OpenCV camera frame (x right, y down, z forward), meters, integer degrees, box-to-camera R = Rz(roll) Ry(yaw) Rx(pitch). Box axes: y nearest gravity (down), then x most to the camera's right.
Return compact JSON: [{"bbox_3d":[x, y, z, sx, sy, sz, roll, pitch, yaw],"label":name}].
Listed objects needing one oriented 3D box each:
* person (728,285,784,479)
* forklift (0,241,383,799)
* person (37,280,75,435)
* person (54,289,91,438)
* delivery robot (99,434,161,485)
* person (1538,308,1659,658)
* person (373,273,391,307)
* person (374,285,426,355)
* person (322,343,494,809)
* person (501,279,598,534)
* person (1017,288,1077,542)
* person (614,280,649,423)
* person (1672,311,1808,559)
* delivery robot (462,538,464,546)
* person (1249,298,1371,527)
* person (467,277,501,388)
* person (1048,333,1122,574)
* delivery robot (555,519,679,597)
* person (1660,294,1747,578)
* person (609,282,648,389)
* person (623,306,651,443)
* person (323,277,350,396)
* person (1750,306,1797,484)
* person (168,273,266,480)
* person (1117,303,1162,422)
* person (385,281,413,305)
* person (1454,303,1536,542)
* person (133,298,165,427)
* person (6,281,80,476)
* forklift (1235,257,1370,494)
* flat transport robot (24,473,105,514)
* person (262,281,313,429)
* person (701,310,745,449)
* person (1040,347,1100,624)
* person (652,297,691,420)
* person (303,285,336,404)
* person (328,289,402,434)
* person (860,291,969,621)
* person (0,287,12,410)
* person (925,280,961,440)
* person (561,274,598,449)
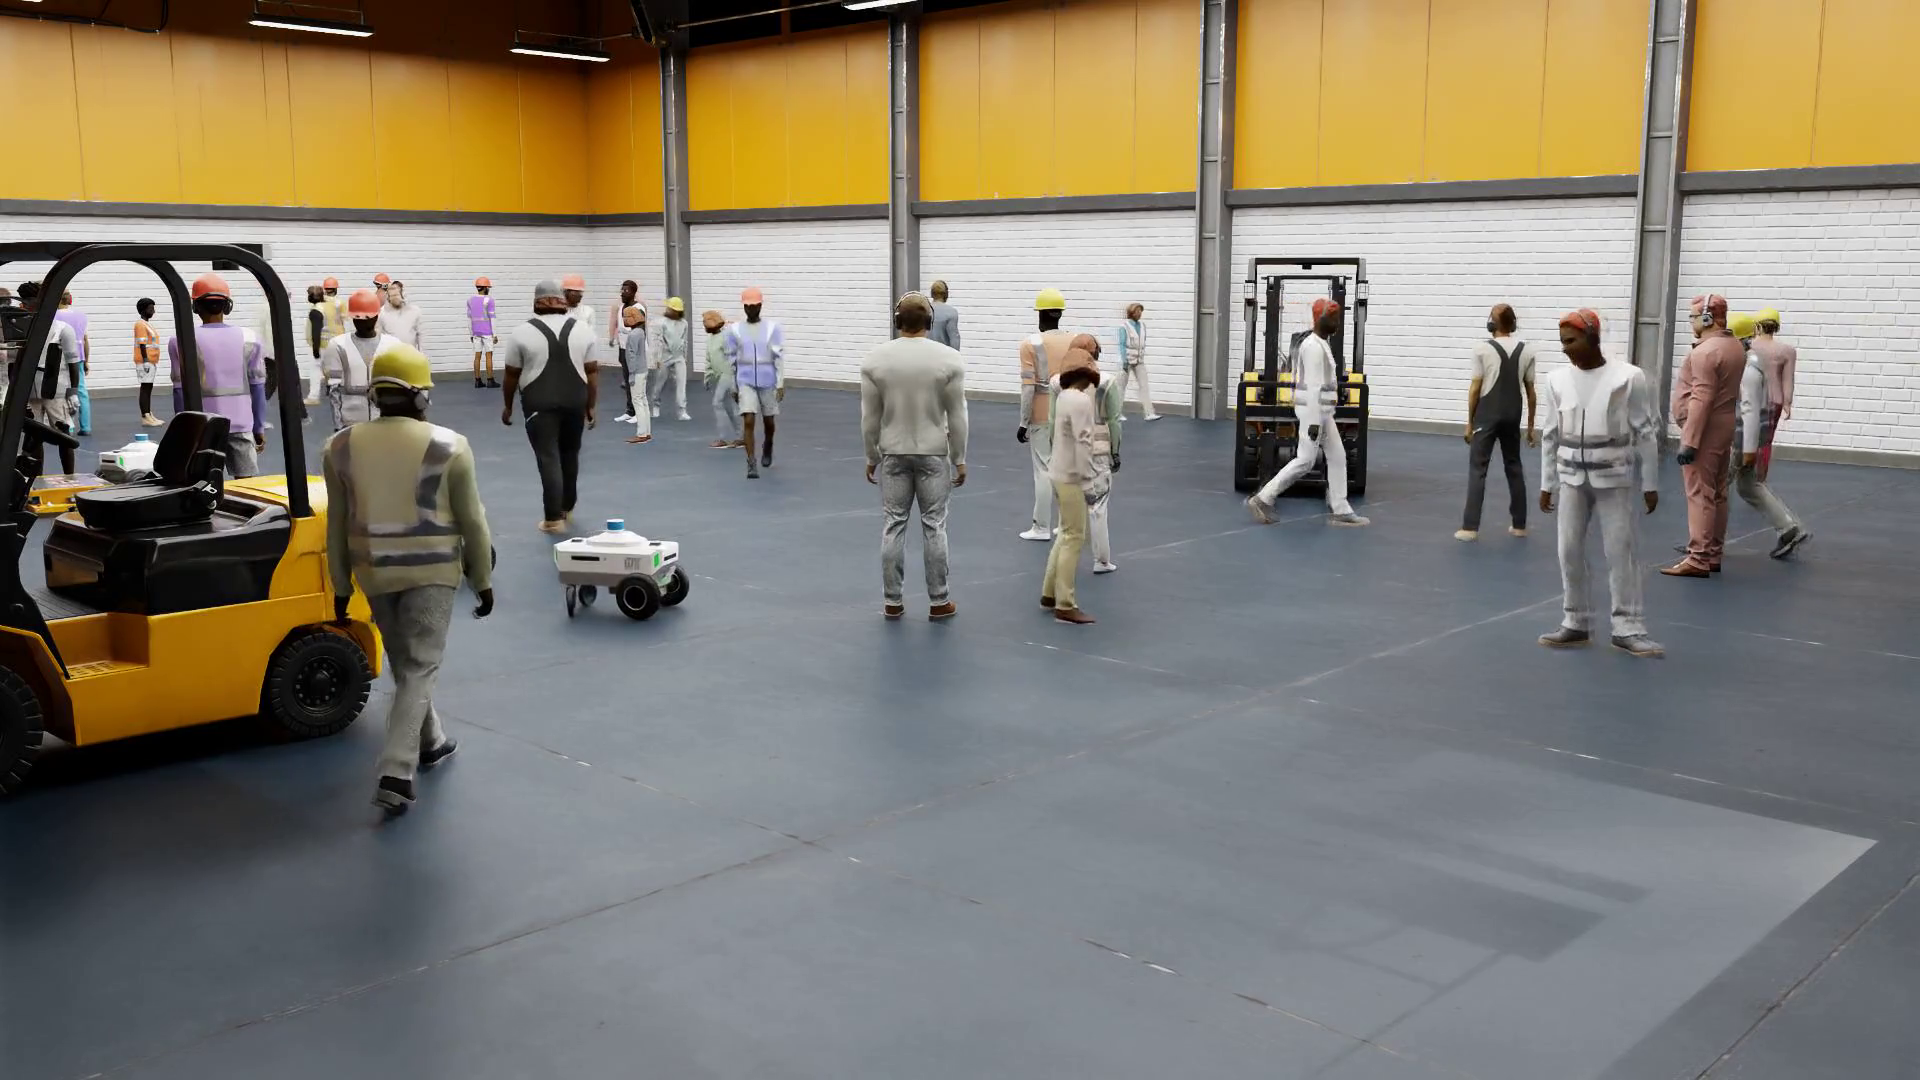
[{"bbox_3d":[-2.042,-1.597,16.699,0.549,1.919,0.810,-1,9,-5],"label":"person"},{"bbox_3d":[-3.706,-0.171,7.093,1.214,2.155,2.313,9,13,43],"label":"forklift"},{"bbox_3d":[-11.246,-2.241,20.568,0.635,1.936,0.354,0,9,2],"label":"person"},{"bbox_3d":[-10.946,-2.170,20.419,0.377,1.841,0.570,4,10,25],"label":"person"},{"bbox_3d":[-7.473,-0.725,15.214,0.477,0.478,0.707,5,10,26],"label":"delivery robot"},{"bbox_3d":[3.470,-0.298,8.946,0.726,1.860,0.348,9,13,44],"label":"person"},{"bbox_3d":[-10.112,-3.678,29.202,0.609,1.995,0.376,5,11,30],"label":"person"},{"bbox_3d":[-7.498,-2.477,22.284,0.662,1.865,0.693,-5,10,-27],"label":"person"},{"bbox_3d":[-2.163,0.126,6.530,0.607,1.789,0.933,1,9,4],"label":"person"},{"bbox_3d":[-3.286,-1.103,13.273,0.705,2.000,0.962,-5,11,-29],"label":"person"},{"bbox_3d":[0.685,-0.948,12.675,0.588,1.927,0.370,-6,11,-33],"label":"person"},{"bbox_3d":[-4.433,-2.546,22.490,0.391,1.922,0.593,-8,12,-39],"label":"person"},{"bbox_3d":[5.621,-0.731,11.838,0.836,1.783,0.617,3,10,20],"label":"person"},{"bbox_3d":[-3.518,-0.034,10.980,0.477,0.478,0.707,7,11,36],"label":"delivery robot"},{"bbox_3d":[2.820,-1.019,13.371,0.916,1.847,0.589,3,10,19],"label":"person"},{"bbox_3d":[-8.291,-3.612,28.976,0.552,1.933,0.364,3,10,19],"label":"person"},{"bbox_3d":[0.847,-0.579,11.298,0.513,1.638,0.307,3,10,19],"label":"person"},{"bbox_3d":[-2.075,0.118,10.047,0.707,0.478,0.477,2,9,14],"label":"delivery robot"},{"bbox_3d":[5.006,-0.699,11.216,0.408,1.906,0.638,8,12,42],"label":"person"},{"bbox_3d":[-5.646,-3.479,28.409,0.654,1.866,0.990,-7,12,-39],"label":"person"},{"bbox_3d":[-3.866,-1.971,19.867,0.277,1.627,0.502,0,9,0],"label":"person"},{"bbox_3d":[-10.215,-3.317,27.151,0.544,1.942,0.347,1,9,4],"label":"person"},{"bbox_3d":[7.287,-1.252,15.115,0.527,1.742,0.779,3,10,17],"label":"person"},{"bbox_3d":[-4.981,-0.764,11.188,0.607,2.044,0.378,-9,13,-44],"label":"person"},{"bbox_3d":[2.383,-2.384,22.461,0.545,1.599,0.812,-7,12,-38],"label":"person"},{"bbox_3d":[-9.825,-3.605,29.162,0.515,1.865,0.329,-7,12,-38],"label":"person"},{"bbox_3d":[4.131,-0.900,12.740,0.577,1.830,0.427,-1,9,-8],"label":"person"},{"bbox_3d":[-10.690,-2.334,21.883,0.321,1.694,0.529,-3,10,-17],"label":"person"},{"bbox_3d":[-8.150,-1.314,14.793,0.611,1.964,0.364,-1,9,-4],"label":"person"},{"bbox_3d":[3.309,-1.629,16.029,1.214,2.155,2.313,2,9,11],"label":"forklift"},{"bbox_3d":[-7.835,-0.419,14.491,0.652,0.197,1.431,-7,12,-37],"label":"flat transport robot"},{"bbox_3d":[-8.906,-2.418,21.724,0.657,1.928,0.986,4,10,21],"label":"person"},{"bbox_3d":[-2.734,-1.832,19.090,0.663,1.594,0.518,-5,11,-30],"label":"person"},{"bbox_3d":[0.668,-0.329,9.829,0.327,1.622,0.554,-1,9,-8],"label":"person"},{"bbox_3d":[-4.017,-2.521,23.019,0.510,1.695,0.870,-7,11,-35],"label":"person"},{"bbox_3d":[-9.758,-2.985,25.466,0.696,1.825,0.659,0,9,1],"label":"person"},{"bbox_3d":[-4.340,-0.876,12.236,0.544,1.927,0.384,-4,10,-22],"label":"person"},{"bbox_3d":[-0.262,-0.483,9.781,0.636,1.939,0.362,1,9,8],"label":"person"},{"bbox_3d":[-12.856,-2.484,22.393,0.632,1.827,0.671,0,9,1],"label":"person"},{"bbox_3d":[-0.252,-2.179,20.187,0.638,1.937,0.357,7,12,38],"label":"person"},{"bbox_3d":[-4.530,-2.073,19.308,0.652,2.022,0.660,-7,12,-36],"label":"person"}]
